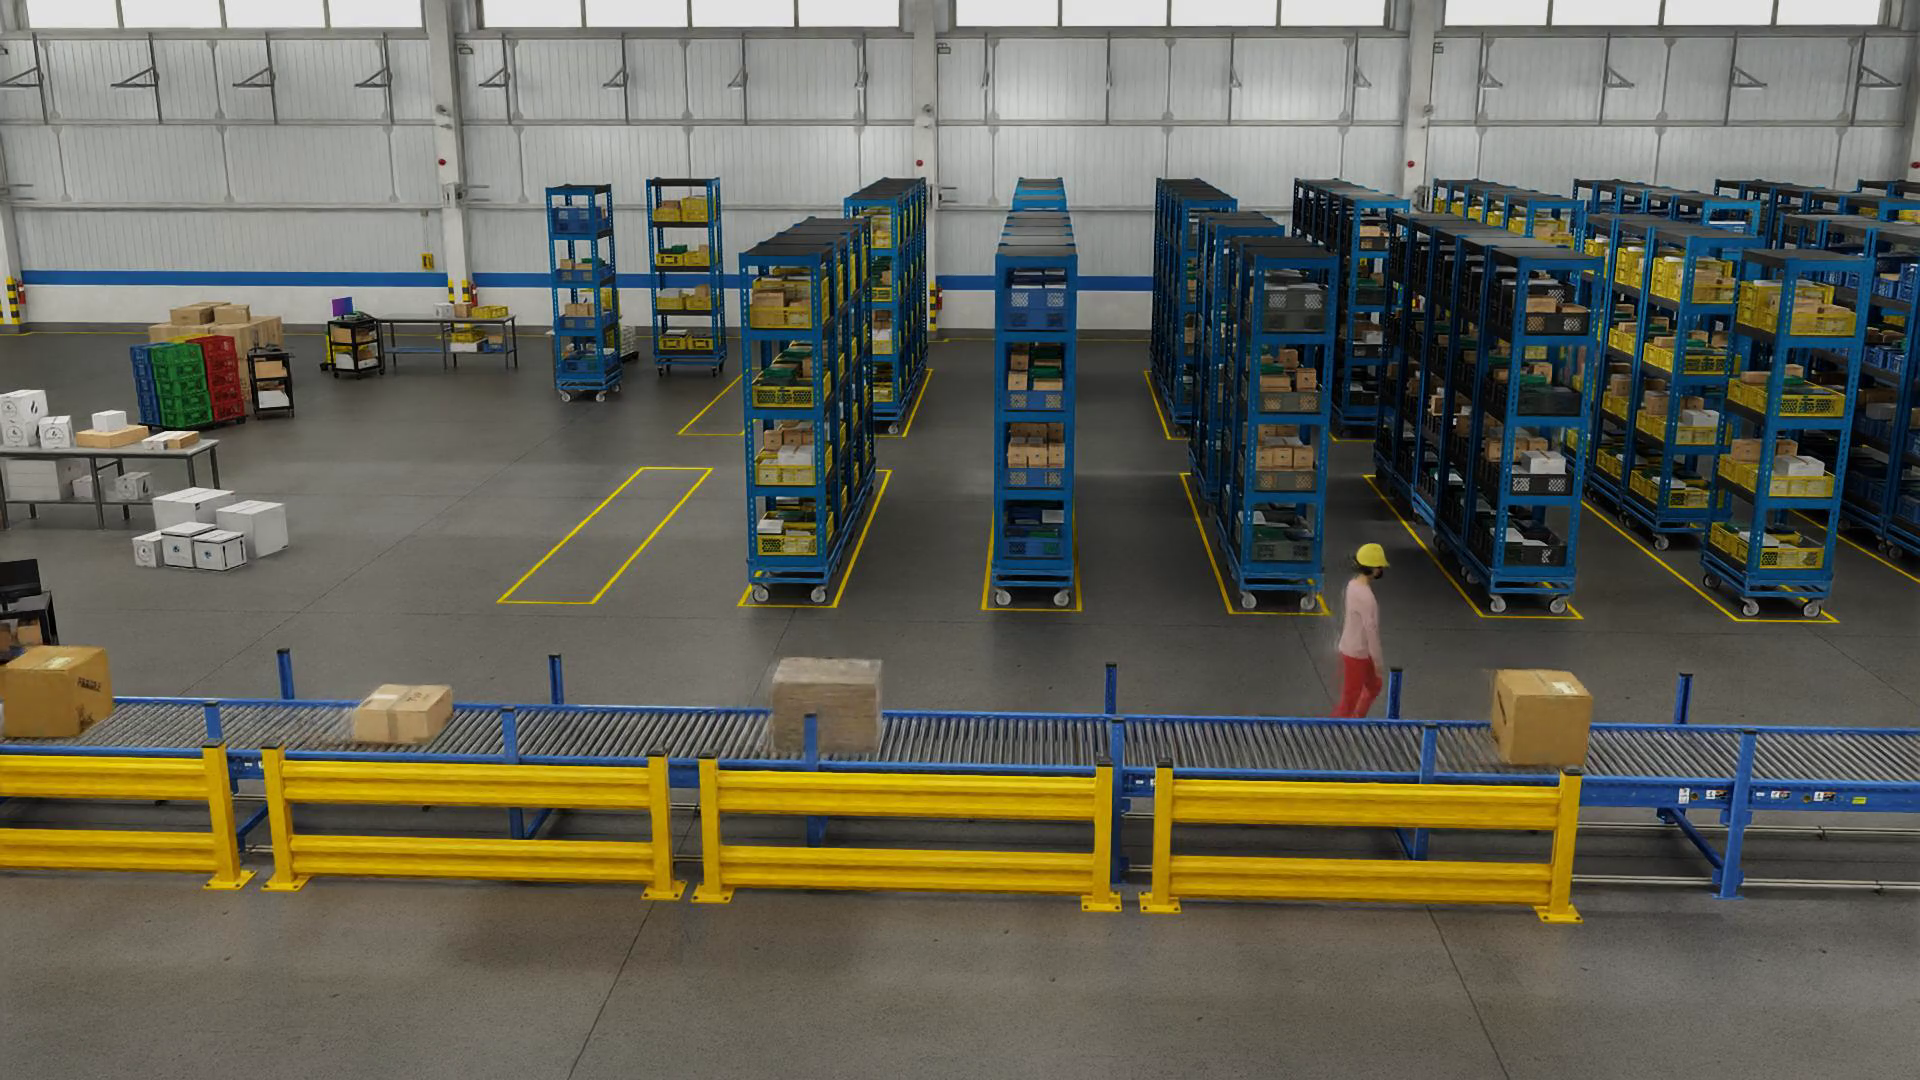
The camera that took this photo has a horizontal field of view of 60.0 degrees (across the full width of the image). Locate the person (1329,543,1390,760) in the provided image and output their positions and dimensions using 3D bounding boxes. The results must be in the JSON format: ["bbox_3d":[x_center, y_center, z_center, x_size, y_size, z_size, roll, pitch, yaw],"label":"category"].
[{"bbox_3d":[3.157,0.878,12.976,0.550,1.750,0.536,2,15,6],"label":"person"}]

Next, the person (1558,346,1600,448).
[{"bbox_3d":[9.237,-2.321,24.476,0.970,1.943,0.606,-4,16,-15],"label":"person"}]
